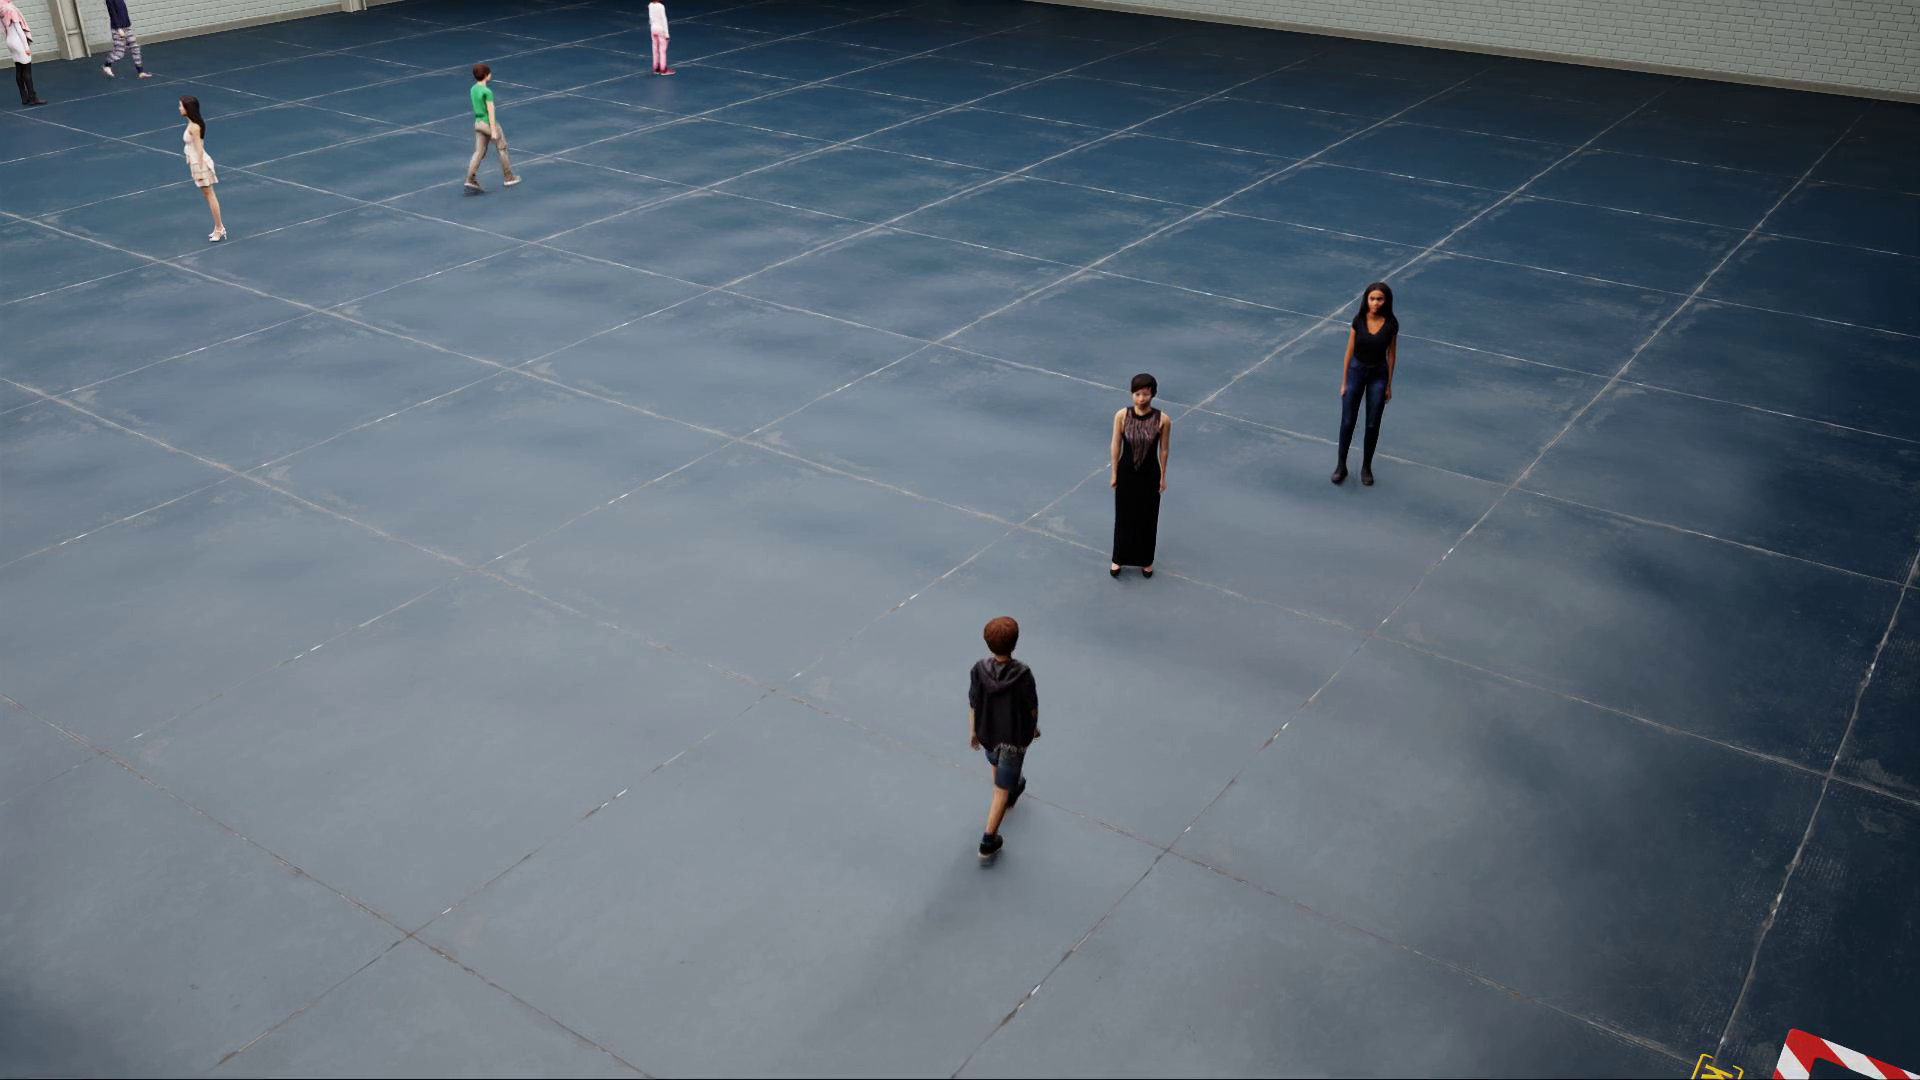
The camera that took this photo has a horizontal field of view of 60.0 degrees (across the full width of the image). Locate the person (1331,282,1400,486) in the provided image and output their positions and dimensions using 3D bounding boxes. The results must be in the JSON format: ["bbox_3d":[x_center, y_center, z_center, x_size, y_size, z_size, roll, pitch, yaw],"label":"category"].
[{"bbox_3d":[3.367,-1.305,13.770,0.636,1.739,0.639,6,28,12],"label":"person"}]

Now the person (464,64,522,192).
[{"bbox_3d":[-6.281,-5.381,21.815,0.620,1.621,1.095,20,33,33],"label":"person"}]

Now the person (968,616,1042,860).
[{"bbox_3d":[0.219,1.135,9.388,0.642,1.413,1.007,12,30,22],"label":"person"}]

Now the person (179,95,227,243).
[{"bbox_3d":[-9.033,-4.436,19.854,0.697,1.735,0.667,-10,29,-18],"label":"person"}]

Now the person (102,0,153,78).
[{"bbox_3d":[-14.237,-8.635,28.044,0.988,1.703,1.070,3,27,5],"label":"person"}]

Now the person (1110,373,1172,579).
[{"bbox_3d":[1.326,-0.482,12.319,0.650,1.604,0.652,3,27,7],"label":"person"}]

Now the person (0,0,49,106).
[{"bbox_3d":[-14.947,-7.832,26.374,0.645,1.804,0.615,15,31,26],"label":"person"}]

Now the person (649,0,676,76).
[{"bbox_3d":[-5.167,-8.736,28.522,0.559,1.445,0.492,20,33,34],"label":"person"}]
